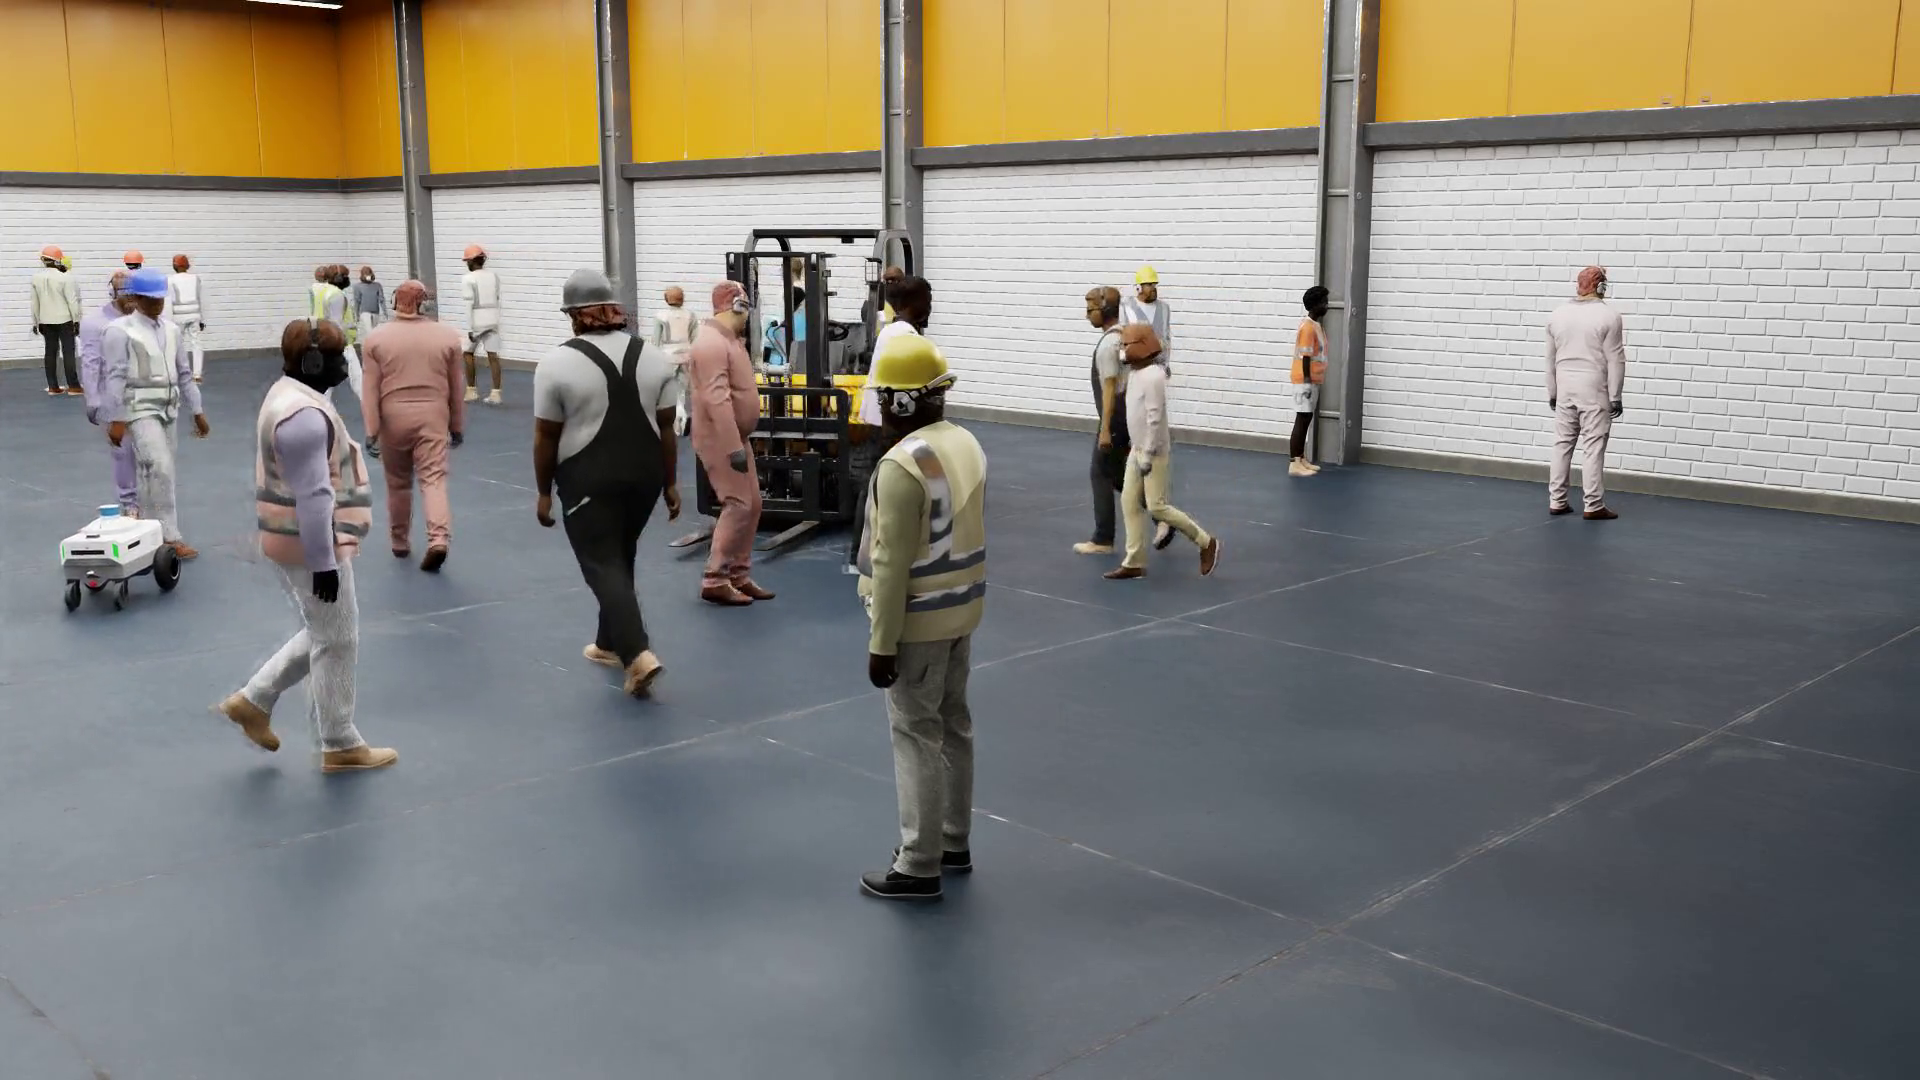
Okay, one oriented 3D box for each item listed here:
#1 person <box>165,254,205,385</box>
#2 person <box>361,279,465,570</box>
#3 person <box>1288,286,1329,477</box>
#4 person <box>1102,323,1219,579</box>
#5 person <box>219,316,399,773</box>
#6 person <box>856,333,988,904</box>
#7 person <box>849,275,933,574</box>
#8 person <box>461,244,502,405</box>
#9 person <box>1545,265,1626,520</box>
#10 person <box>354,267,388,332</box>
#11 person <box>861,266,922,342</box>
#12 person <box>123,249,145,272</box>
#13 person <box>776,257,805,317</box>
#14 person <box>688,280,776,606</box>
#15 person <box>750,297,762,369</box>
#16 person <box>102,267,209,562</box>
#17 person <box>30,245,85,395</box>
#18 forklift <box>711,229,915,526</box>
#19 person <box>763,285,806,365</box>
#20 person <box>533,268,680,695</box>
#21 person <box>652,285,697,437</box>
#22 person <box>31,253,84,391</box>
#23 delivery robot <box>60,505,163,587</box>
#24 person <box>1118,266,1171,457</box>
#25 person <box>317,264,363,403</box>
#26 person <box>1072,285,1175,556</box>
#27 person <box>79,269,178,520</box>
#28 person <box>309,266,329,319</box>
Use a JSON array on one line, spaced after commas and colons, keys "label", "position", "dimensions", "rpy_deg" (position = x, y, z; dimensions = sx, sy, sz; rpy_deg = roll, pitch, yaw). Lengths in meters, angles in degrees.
[{"label": "person", "position": [-11.171, -3.160, 23.882], "dimensions": [0.899, 1.848, 0.612], "rpy_deg": [9, 14, 41]}, {"label": "person", "position": [-3.520, -0.754, 10.769], "dimensions": [0.654, 1.857, 0.983], "rpy_deg": [-5, 11, -25]}, {"label": "person", "position": [3.108, -1.411, 14.804], "dimensions": [0.319, 1.695, 0.538], "rpy_deg": [4, 11, 20]}, {"label": "person", "position": [1.234, -0.537, 10.250], "dimensions": [0.651, 1.605, 0.518], "rpy_deg": [-2, 11, -12]}, {"label": "person", "position": [-2.593, 0.038, 6.545], "dimensions": [0.554, 1.826, 0.635], "rpy_deg": [-4, 11, -23]}, {"label": "person", "position": [-0.128, 0.250, 5.369], "dimensions": [0.403, 1.826, 0.592], "rpy_deg": [5, 11, 24]}, {"label": "person", "position": [-0.307, -0.713, 10.487], "dimensions": [0.929, 1.868, 0.617], "rpy_deg": [-3, 11, -17]}, {"label": "person", "position": [-6.098, -2.717, 21.035], "dimensions": [0.804, 2.006, 0.607], "rpy_deg": [9, 14, 40]}, {"label": "person", "position": [4.731, -1.108, 12.557], "dimensions": [0.407, 1.908, 0.639], "rpy_deg": [-7, 13, -35]}, {"label": "person", "position": [-10.203, -3.919, 28.716], "dimensions": [0.502, 1.597, 0.821], "rpy_deg": [-9, 14, -40]}, {"label": "person", "position": [-0.631, -1.685, 15.885], "dimensions": [0.633, 1.839, 0.429], "rpy_deg": [-5, 12, -27]}, {"label": "person", "position": [-11.116, -2.954, 22.519], "dimensions": [0.551, 1.940, 0.345], "rpy_deg": [5, 12, 27]}, {"label": "person", "position": [-1.722, -1.905, 16.836], "dimensions": [0.516, 1.928, 0.651], "rpy_deg": [4, 11, 22]}, {"label": "person", "position": [-1.323, -0.561, 9.640], "dimensions": [0.436, 1.873, 0.685], "rpy_deg": [1, 10, 5]}, {"label": "person", "position": [-2.260, -2.057, 18.013], "dimensions": [0.931, 1.827, 0.558], "rpy_deg": [9, 14, 41]}, {"label": "person", "position": [-5.183, -0.813, 10.898], "dimensions": [0.685, 1.925, 0.633], "rpy_deg": [2, 11, 12]}, {"label": "person", "position": [-12.055, -2.927, 22.228], "dimensions": [0.611, 1.996, 0.379], "rpy_deg": [1, 10, 5]}, {"label": "forklift", "position": [-1.050, -1.319, 12.920], "dimensions": [1.214, 2.155, 2.313], "rpy_deg": [2, 11, 13]}, {"label": "person", "position": [-1.599, -1.582, 15.792], "dimensions": [0.544, 1.660, 0.572], "rpy_deg": [-6, 12, -30]}, {"label": "person", "position": [-1.635, -0.315, 7.860], "dimensions": [0.682, 2.000, 0.976], "rpy_deg": [-9, 14, -41]}, {"label": "person", "position": [-2.961, -1.862, 17.469], "dimensions": [0.530, 1.619, 0.641], "rpy_deg": [-7, 12, -32]}, {"label": "person", "position": [-12.312, -2.959, 22.733], "dimensions": [0.633, 1.884, 0.399], "rpy_deg": [-8, 13, -38]}, {"label": "delivery robot", "position": [-4.960, 0.037, 9.738], "dimensions": [0.477, 0.478, 0.707], "rpy_deg": [-1, 10, -5]}, {"label": "person", "position": [1.782, -1.720, 16.082], "dimensions": [0.591, 1.837, 0.403], "rpy_deg": [-4, 11, -20]}, {"label": "person", "position": [-6.955, -2.224, 18.928], "dimensions": [0.933, 1.796, 0.654], "rpy_deg": [-7, 12, -33]}, {"label": "person", "position": [1.112, -0.776, 11.013], "dimensions": [0.652, 1.815, 0.568], "rpy_deg": [3, 11, 17]}, {"label": "person", "position": [-6.048, -1.025, 12.171], "dimensions": [0.656, 1.888, 0.613], "rpy_deg": [-6, 12, -31]}, {"label": "person", "position": [-10.118, -3.538, 26.534], "dimensions": [0.511, 1.641, 0.307], "rpy_deg": [2, 11, 11]}]
